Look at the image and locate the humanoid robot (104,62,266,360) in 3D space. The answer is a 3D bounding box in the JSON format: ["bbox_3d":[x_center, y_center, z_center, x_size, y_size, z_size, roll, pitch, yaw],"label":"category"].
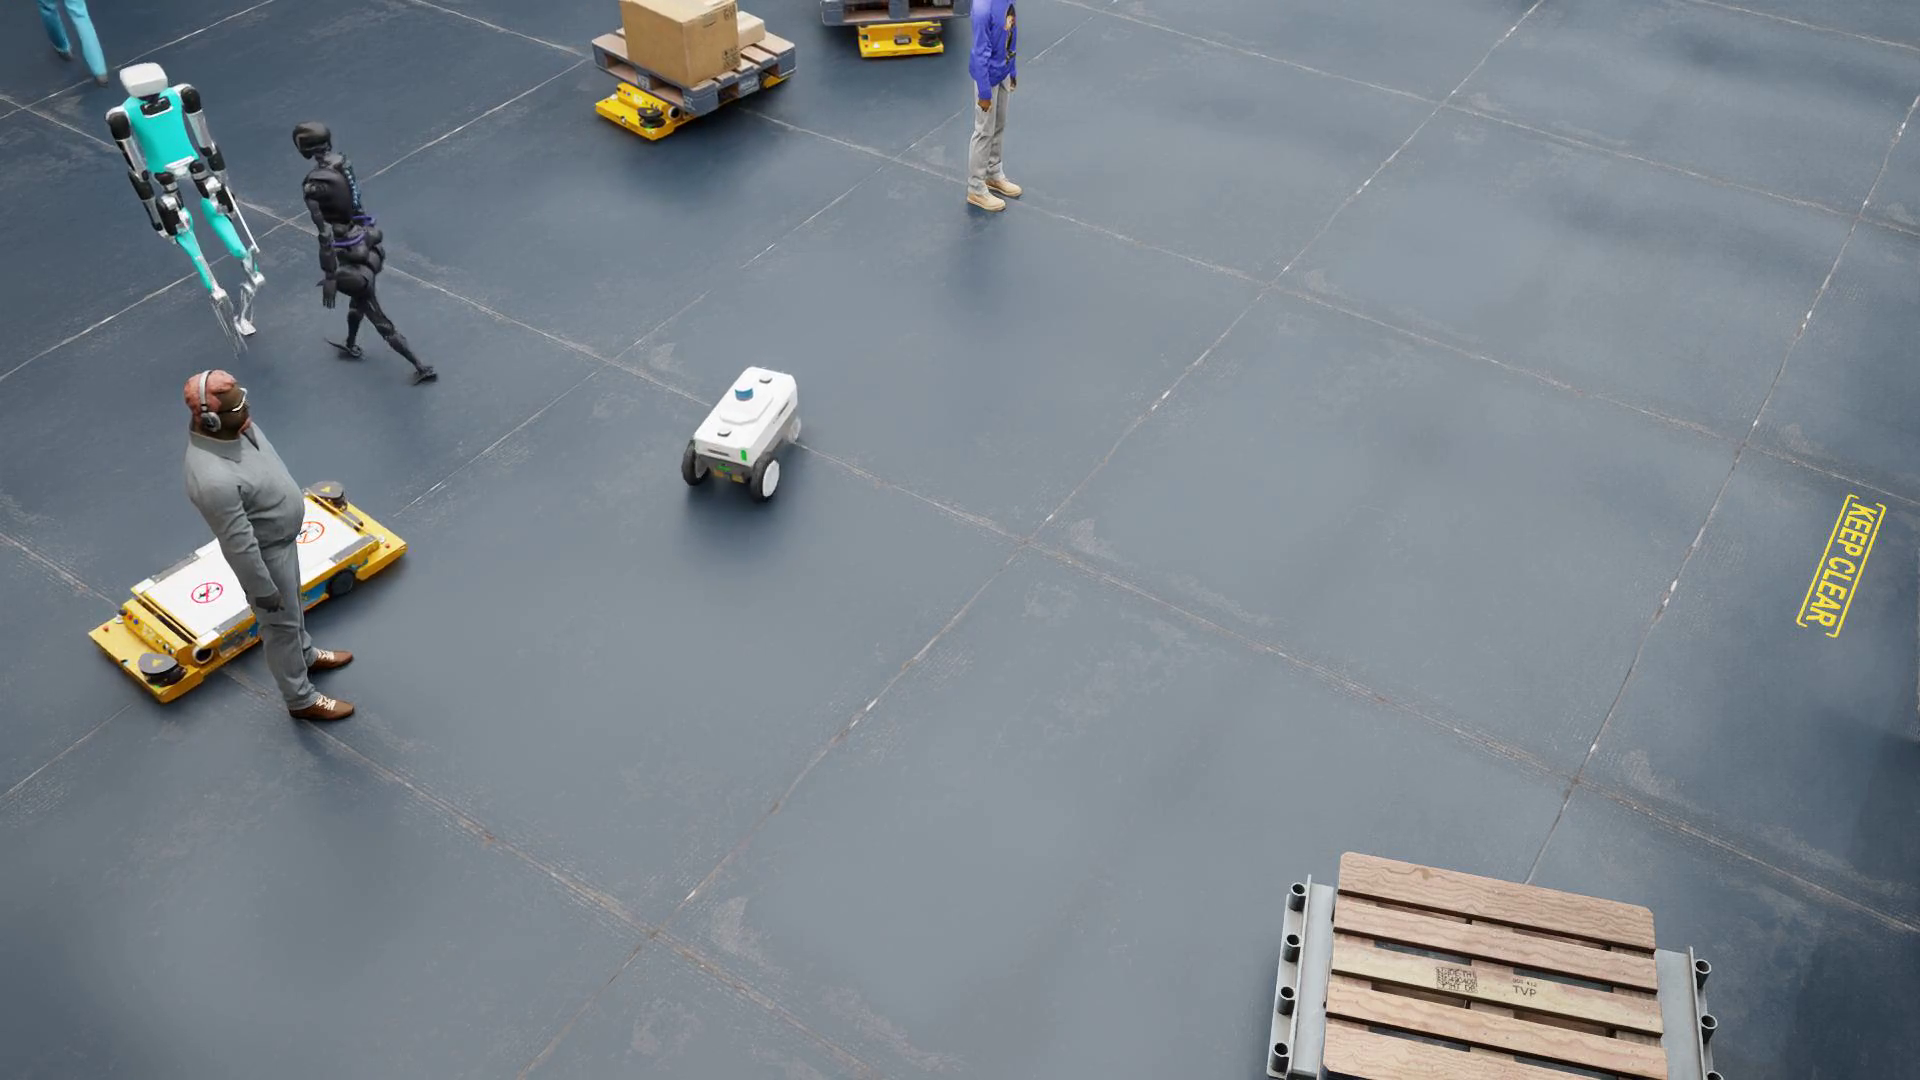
[{"bbox_3d":[-4.422,-1.827,9.810,0.542,1.902,0.730,-32,51,-31],"label":"humanoid robot"}]

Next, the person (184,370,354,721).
[{"bbox_3d":[-3.126,0.023,7.526,0.407,1.906,0.651,-10,43,-11],"label":"person"}]

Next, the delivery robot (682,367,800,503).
[{"bbox_3d":[-1.185,-0.627,9.249,0.499,0.571,0.756,14,44,15],"label":"delivery robot"}]

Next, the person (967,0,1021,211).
[{"bbox_3d":[0.248,-3.075,11.030,0.378,1.866,0.451,18,45,19],"label":"person"}]

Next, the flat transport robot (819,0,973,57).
[{"bbox_3d":[-0.556,-4.367,13.666,0.659,0.231,1.431,-6,42,-6],"label":"flat transport robot"}]

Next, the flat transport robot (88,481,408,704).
[{"bbox_3d":[-3.631,0.231,8.521,0.659,0.231,1.431,29,49,28],"label":"flat transport robot"}]

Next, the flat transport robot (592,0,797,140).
[{"bbox_3d":[-2.014,-3.473,12.665,0.659,0.231,1.431,31,50,30],"label":"flat transport robot"}]

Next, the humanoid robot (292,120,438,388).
[{"bbox_3d":[-3.528,-1.645,9.599,0.783,1.623,0.595,4,42,5],"label":"humanoid robot"}]

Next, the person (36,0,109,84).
[{"bbox_3d":[-6.909,-4.390,12.547,0.580,1.794,0.942,-21,46,-22],"label":"person"}]
